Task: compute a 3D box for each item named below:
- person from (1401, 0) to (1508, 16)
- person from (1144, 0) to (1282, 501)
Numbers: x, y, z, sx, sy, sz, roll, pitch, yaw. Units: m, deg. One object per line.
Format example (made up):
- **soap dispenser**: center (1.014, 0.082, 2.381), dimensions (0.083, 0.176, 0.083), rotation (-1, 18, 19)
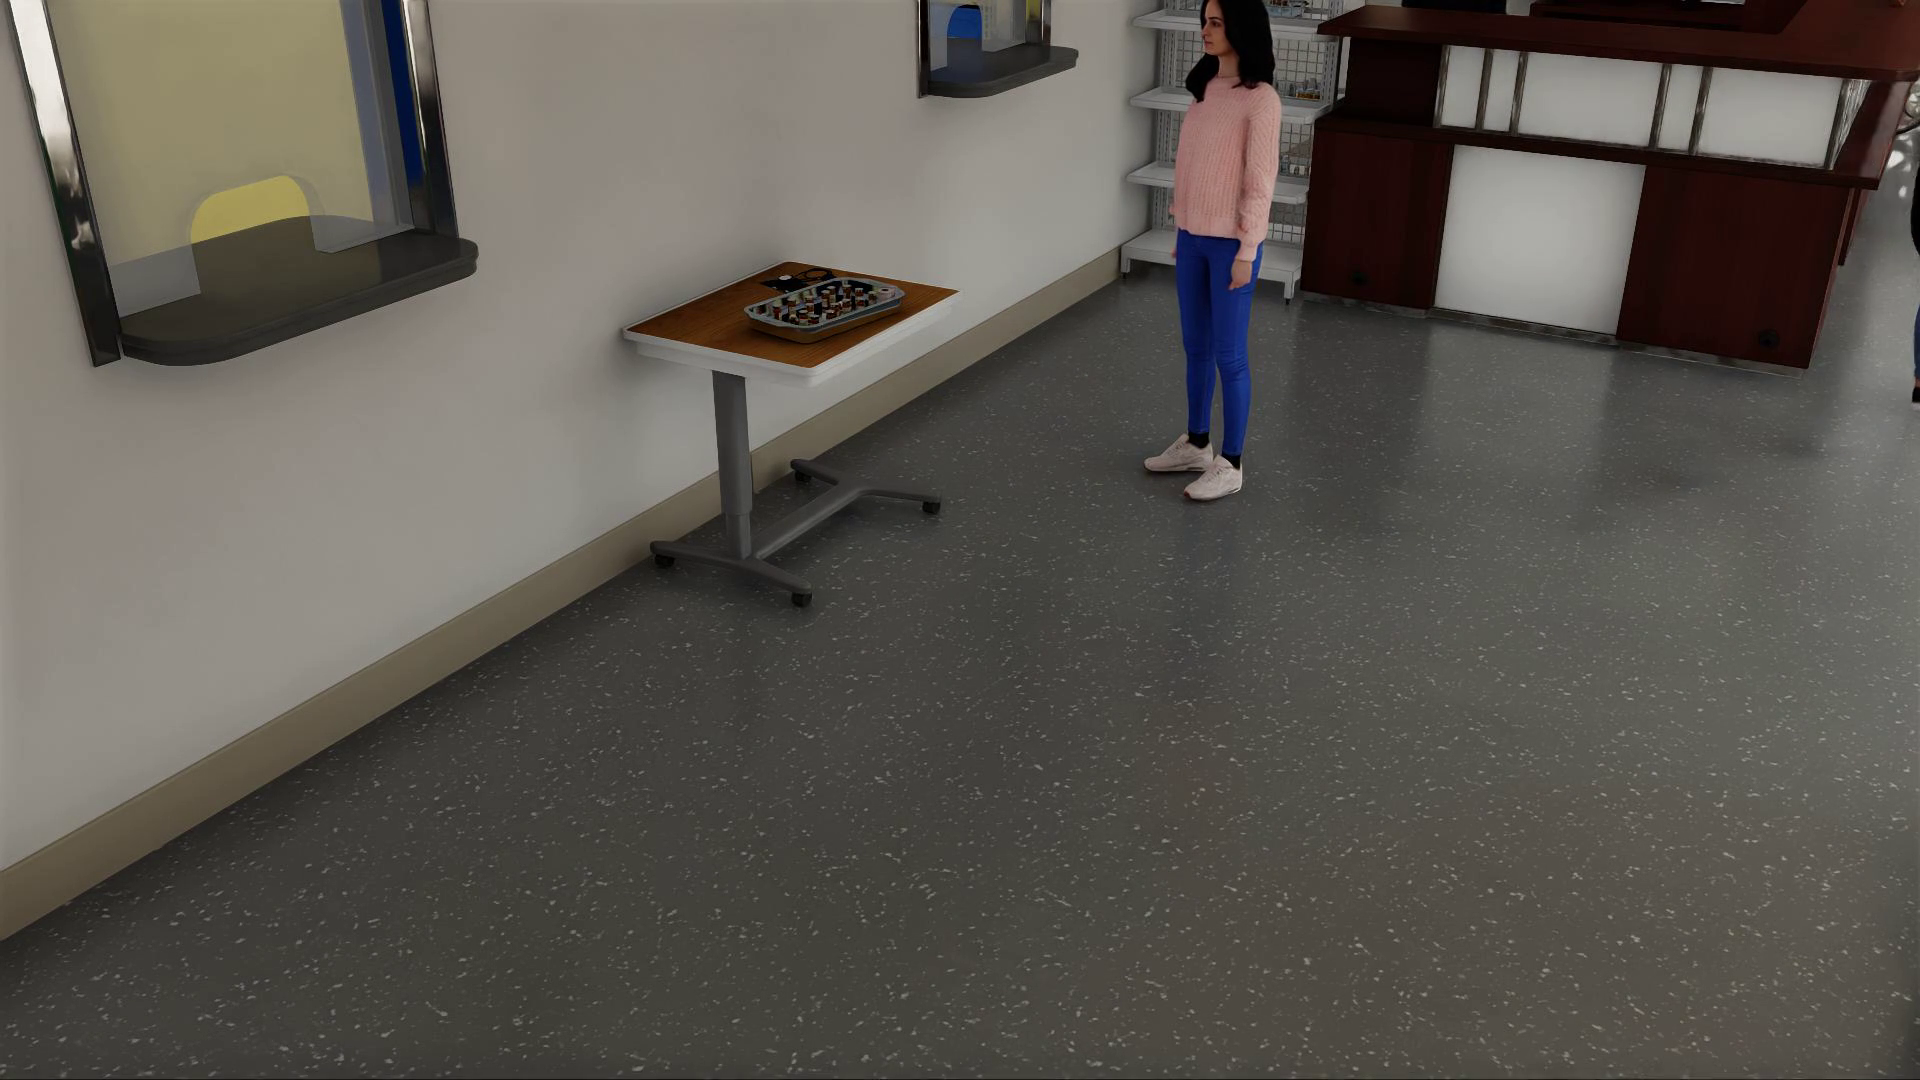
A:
- **person**: center (2.612, -2.604, 8.901), dimensions (0.634, 1.925, 0.818), rotation (7, 27, 14)
- **person**: center (0.907, -1.017, 5.789), dimensions (0.790, 1.769, 0.686), rotation (-11, 28, -22)
